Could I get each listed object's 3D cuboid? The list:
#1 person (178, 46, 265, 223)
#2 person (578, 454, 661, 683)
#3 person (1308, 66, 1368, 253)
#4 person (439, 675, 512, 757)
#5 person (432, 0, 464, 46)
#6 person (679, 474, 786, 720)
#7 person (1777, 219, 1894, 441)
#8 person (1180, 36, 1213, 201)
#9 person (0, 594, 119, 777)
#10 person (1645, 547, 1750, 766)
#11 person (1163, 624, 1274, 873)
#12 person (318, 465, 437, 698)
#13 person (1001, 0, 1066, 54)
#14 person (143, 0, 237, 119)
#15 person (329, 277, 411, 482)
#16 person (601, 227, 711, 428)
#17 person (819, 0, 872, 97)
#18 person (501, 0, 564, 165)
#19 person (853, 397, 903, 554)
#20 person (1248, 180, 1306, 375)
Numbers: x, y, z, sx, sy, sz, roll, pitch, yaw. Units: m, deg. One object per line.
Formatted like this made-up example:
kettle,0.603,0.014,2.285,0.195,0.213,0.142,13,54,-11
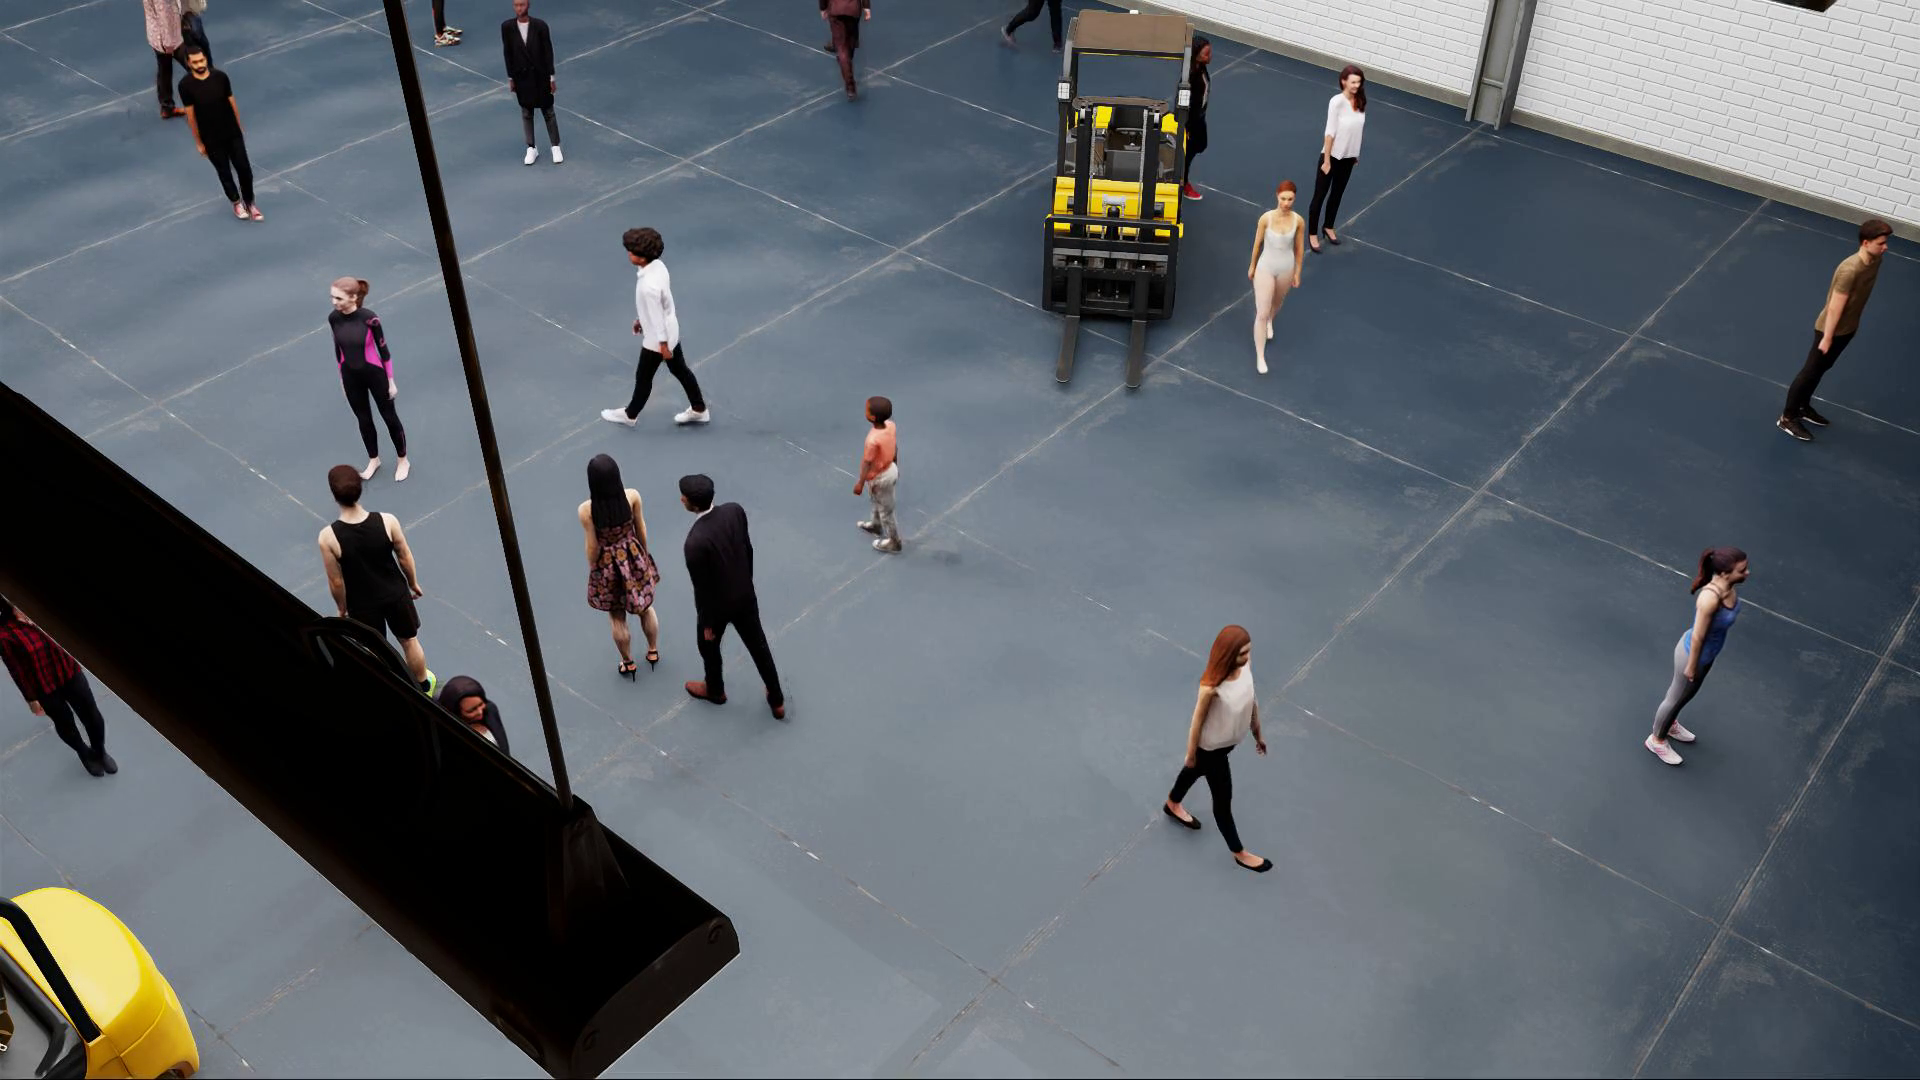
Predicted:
person,-7.126,-3.910,15.945,0.722,1.742,0.784,-24,44,-27
person,-2.208,0.177,10.802,0.766,1.773,0.791,-20,43,-23
person,3.502,-3.548,15.449,0.666,1.794,0.625,-22,44,-25
person,-2.747,1.387,9.416,0.638,1.613,0.658,23,44,26
person,-6.150,-6.721,19.413,0.761,1.806,0.672,-9,39,-11
person,-1.413,0.395,10.479,0.947,1.835,0.765,27,46,29
person,6.890,-1.679,13.064,0.693,1.851,0.623,-28,46,-30
person,2.200,-4.148,16.308,0.777,1.660,0.687,19,42,22
person,-5.563,0.811,10.110,0.548,1.645,0.576,28,46,30
person,4.572,0.688,10.294,0.549,1.609,0.562,26,45,29
person,1.423,1.123,9.692,1.026,1.681,0.589,29,47,31
person,-3.687,0.337,10.507,0.769,1.891,0.720,-19,42,-22
person,0.891,-6.454,19.141,1.143,1.728,0.697,22,44,25
person,-8.535,-5.330,17.692,0.884,1.779,0.976,-29,47,-31
person,-4.482,-1.230,12.583,0.627,1.748,0.714,3,39,4
person,-2.278,-1.633,13.075,1.154,1.764,1.057,0,39,0
person,-1.259,-5.773,18.229,1.116,1.802,1.325,-11,40,-13
person,-4.349,-4.711,16.931,0.718,1.762,0.769,-4,39,-6
person,-0.505,-0.446,11.965,0.710,1.295,0.585,15,41,18
person,2.659,-2.293,14.036,1.070,1.597,1.055,2,39,2
